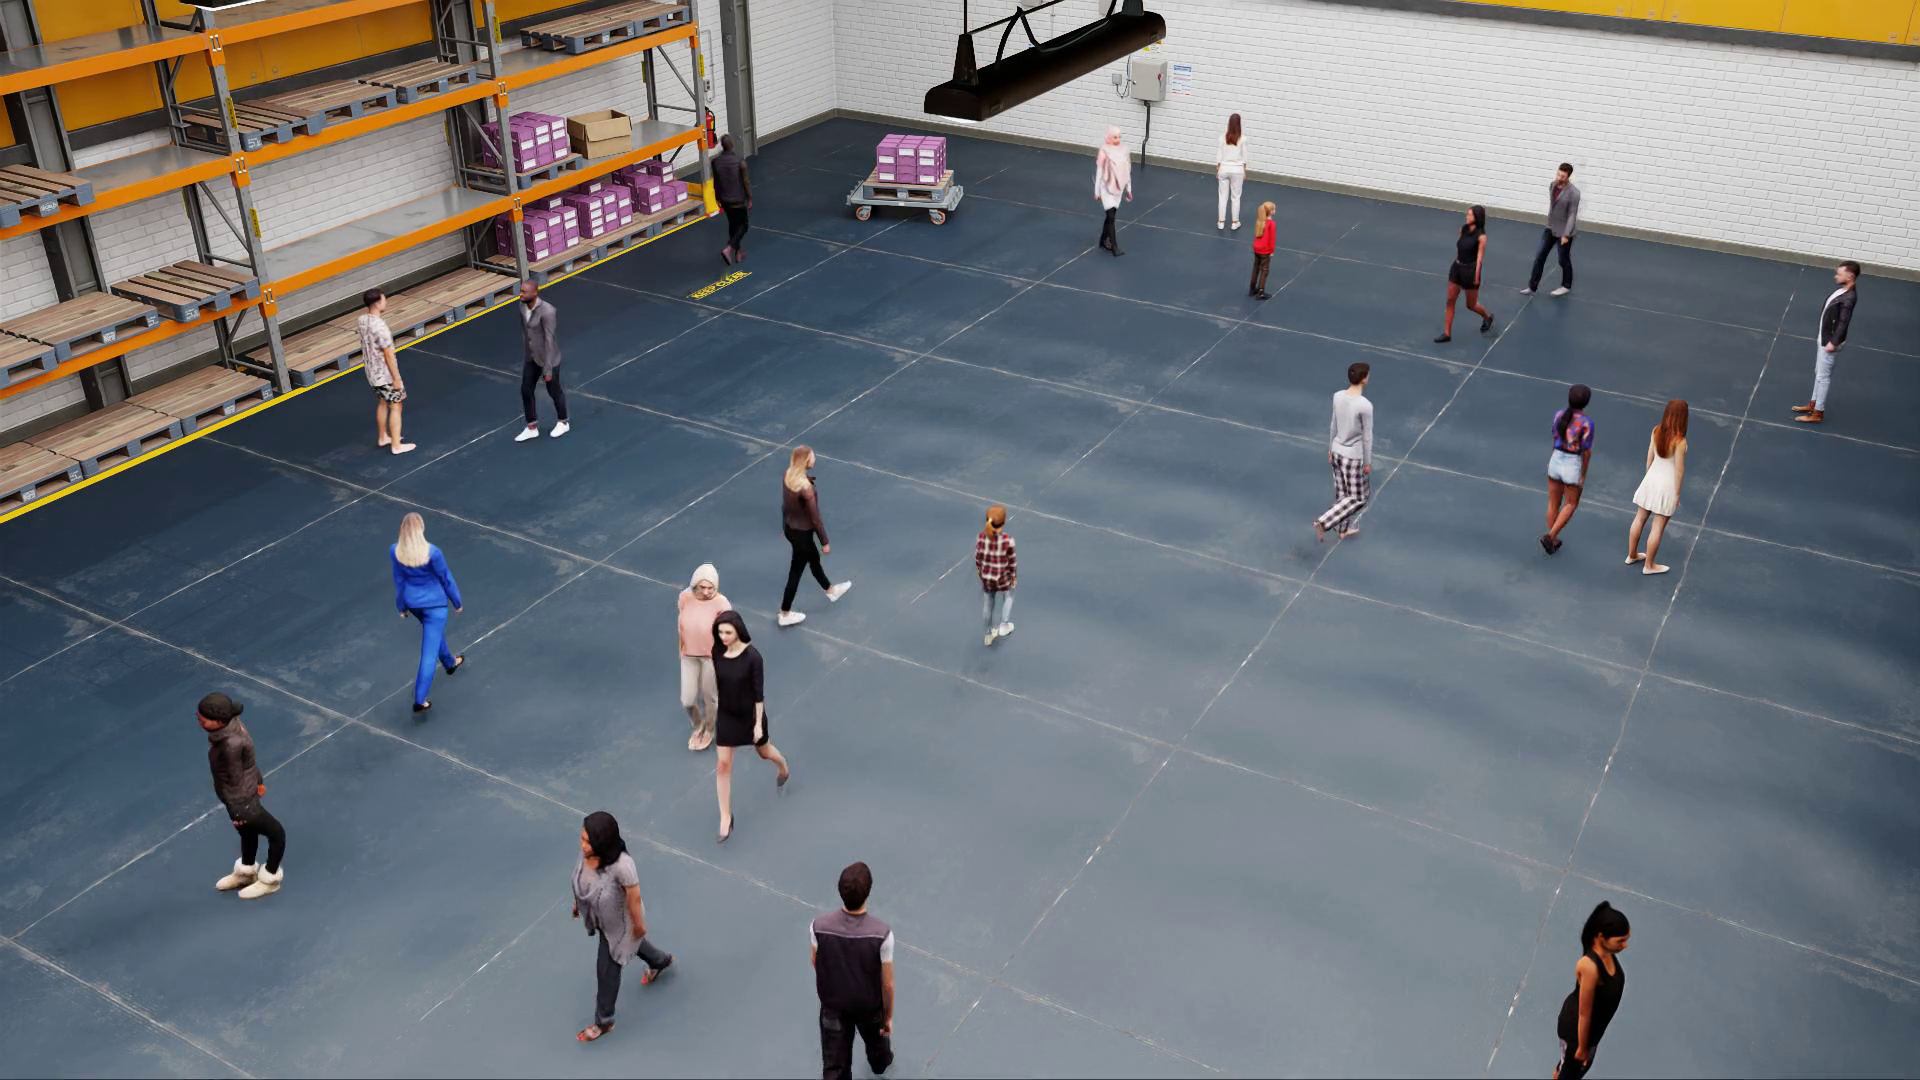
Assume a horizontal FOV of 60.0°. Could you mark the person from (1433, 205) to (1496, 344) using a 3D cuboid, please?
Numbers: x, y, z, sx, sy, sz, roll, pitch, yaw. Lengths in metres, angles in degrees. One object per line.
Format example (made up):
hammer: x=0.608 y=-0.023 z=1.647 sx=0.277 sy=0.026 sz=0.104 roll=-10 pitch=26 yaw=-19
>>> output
person: x=6.250 y=-3.237 z=20.330 sx=1.132 sy=1.716 sz=0.954 roll=-14 pitch=31 yaw=-23

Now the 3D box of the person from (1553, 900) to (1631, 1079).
person: x=3.531 y=2.734 z=9.428 sx=0.634 sy=1.673 sz=0.436 roll=15 pitch=32 yaw=25

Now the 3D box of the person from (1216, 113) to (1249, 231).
person: x=3.968 y=-5.384 z=24.293 sx=0.655 sy=1.689 sz=0.629 roll=7 pitch=29 yaw=12

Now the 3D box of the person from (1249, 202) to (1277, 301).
person: x=3.980 y=-3.805 z=21.829 sx=0.601 sy=1.278 sz=0.570 roll=-16 pitch=32 yaw=-26

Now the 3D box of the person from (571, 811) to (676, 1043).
person: x=-2.093 y=2.286 z=10.353 sx=1.131 sy=1.574 sz=0.855 roll=-22 pitch=36 yaw=-35

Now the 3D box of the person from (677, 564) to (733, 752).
person: x=-1.926 y=0.865 z=12.839 sx=0.718 sy=1.689 sz=0.684 roll=10 pitch=30 yaw=18

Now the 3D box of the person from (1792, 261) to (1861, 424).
person: x=9.587 y=-2.188 z=18.282 sx=0.754 sy=1.836 sz=0.554 roll=10 pitch=30 yaw=17

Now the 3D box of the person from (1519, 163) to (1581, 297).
person: x=7.863 y=-4.037 z=21.693 sx=1.180 sy=1.816 sz=1.020 roll=-12 pitch=31 yaw=-21

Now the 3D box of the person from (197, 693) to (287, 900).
person: x=-4.979 y=1.770 z=11.214 sx=0.887 sy=1.655 sz=0.808 roll=19 pitch=34 yaw=31

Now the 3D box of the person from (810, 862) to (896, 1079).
person: x=-0.630 y=2.690 z=9.373 sx=0.995 sy=1.804 sz=1.253 roll=2 pitch=29 yaw=3

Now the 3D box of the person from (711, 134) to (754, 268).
person: x=-3.128 y=-4.614 z=22.746 sx=0.793 sy=1.820 sz=1.040 roll=10 pitch=30 yaw=18

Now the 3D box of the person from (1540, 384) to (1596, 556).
person: x=5.597 y=-0.616 z=15.507 sx=0.866 sy=1.733 sz=0.712 roll=-24 pitch=37 yaw=-37

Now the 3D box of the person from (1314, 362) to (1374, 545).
person: x=3.625 y=-0.775 z=15.694 sx=1.011 sy=1.833 sz=0.876 roll=-17 pitch=33 yaw=-28

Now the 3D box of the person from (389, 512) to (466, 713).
person: x=-4.317 y=0.602 z=13.355 sx=0.882 sy=1.656 sz=1.235 roll=6 pitch=29 yaw=11

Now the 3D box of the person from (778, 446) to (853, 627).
person: x=-1.461 y=-0.005 z=14.454 sx=1.118 sy=1.668 sz=0.947 roll=-16 pitch=32 yaw=-27

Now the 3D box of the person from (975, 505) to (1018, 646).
person: x=0.289 y=0.327 z=14.236 sx=0.598 sy=1.295 sz=0.632 roll=9 pitch=30 yaw=16

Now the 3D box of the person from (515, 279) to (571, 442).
person: x=-4.420 y=-1.958 z=17.901 sx=0.727 sy=1.797 sz=0.845 roll=16 pitch=32 yaw=27

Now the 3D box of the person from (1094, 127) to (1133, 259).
person: x=2.092 y=-4.897 z=23.313 sx=1.088 sy=1.774 sz=1.051 roll=-14 pitch=31 yaw=-23

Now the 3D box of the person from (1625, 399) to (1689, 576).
person: x=6.452 y=-0.504 z=15.325 sx=0.687 sy=1.712 sz=0.647 roll=-12 pitch=31 yaw=-21

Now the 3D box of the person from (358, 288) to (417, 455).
person: x=-6.113 y=-1.782 z=17.568 sx=0.726 sy=1.807 sz=0.645 roll=24 pitch=36 yaw=36

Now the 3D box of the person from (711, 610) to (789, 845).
person: x=-1.510 y=1.273 z=12.011 sx=0.711 sy=1.764 sz=1.167 roll=10 pitch=30 yaw=18
